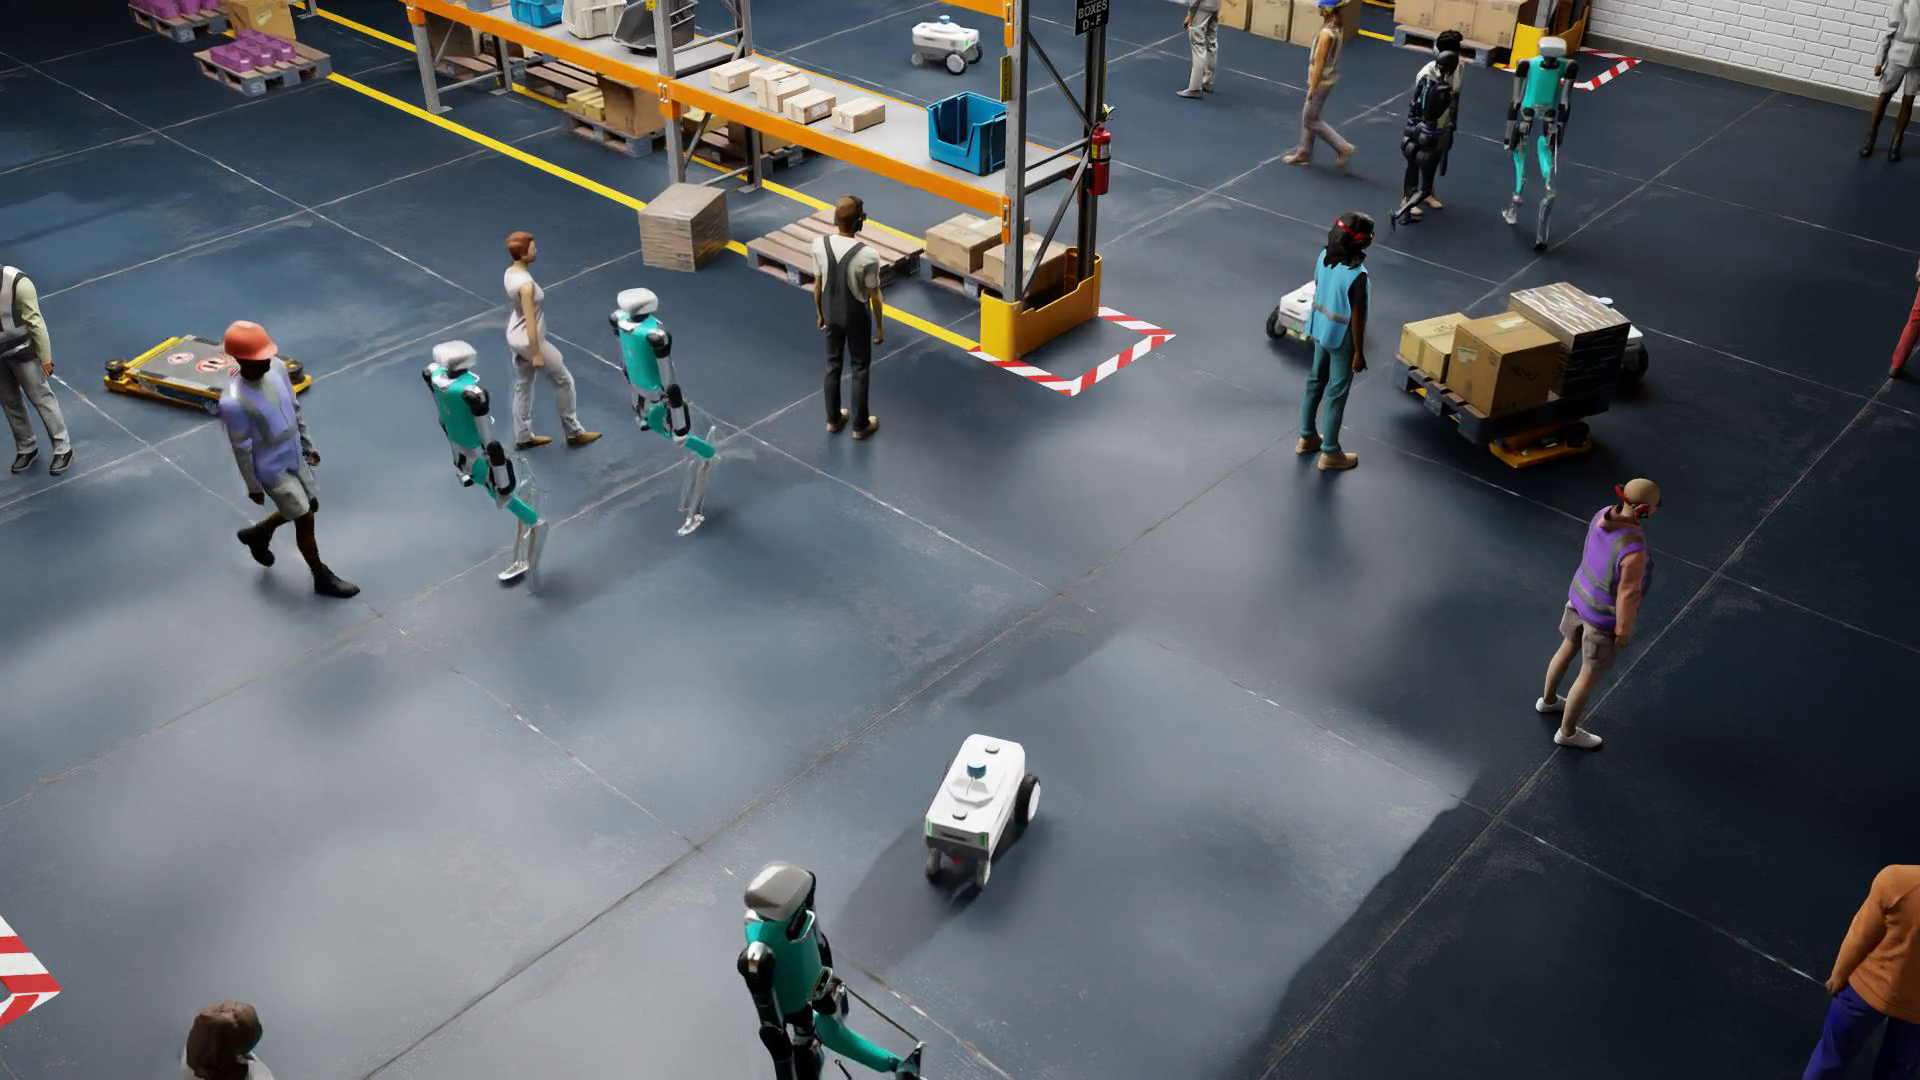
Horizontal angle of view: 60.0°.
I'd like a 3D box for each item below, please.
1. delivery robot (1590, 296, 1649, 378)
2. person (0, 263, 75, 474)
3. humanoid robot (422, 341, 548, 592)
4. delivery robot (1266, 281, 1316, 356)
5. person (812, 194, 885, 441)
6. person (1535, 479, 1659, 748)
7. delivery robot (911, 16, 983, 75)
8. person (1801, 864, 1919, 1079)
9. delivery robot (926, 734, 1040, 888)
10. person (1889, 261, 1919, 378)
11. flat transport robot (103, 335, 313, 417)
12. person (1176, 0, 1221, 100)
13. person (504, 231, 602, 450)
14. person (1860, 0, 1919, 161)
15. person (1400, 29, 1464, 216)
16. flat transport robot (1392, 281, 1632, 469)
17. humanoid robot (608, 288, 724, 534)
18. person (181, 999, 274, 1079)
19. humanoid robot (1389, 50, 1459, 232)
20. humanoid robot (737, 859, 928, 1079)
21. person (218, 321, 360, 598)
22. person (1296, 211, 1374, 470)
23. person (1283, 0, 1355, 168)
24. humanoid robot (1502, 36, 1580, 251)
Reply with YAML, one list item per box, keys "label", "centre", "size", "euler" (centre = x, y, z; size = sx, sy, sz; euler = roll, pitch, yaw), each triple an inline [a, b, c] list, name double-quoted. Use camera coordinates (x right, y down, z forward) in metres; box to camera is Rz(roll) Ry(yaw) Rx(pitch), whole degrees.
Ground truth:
- label: "delivery robot"
  centre: [4.937, -1.557, 12.831]
  size: [0.499, 0.614, 0.791]
  euler: [-8, 35, -12]
- label: "person"
  centre: [-6.470, -1.283, 11.307]
  size: [0.596, 1.821, 0.403]
  euler: [3, 35, 4]
- label: "humanoid robot"
  centre: [-2.784, -0.449, 10.215]
  size: [0.530, 1.838, 0.729]
  euler: [26, 42, 33]
- label: "delivery robot"
  centre: [2.848, -1.834, 13.216]
  size: [0.781, 0.595, 0.499]
  euler: [-27, 43, -34]
- label: "person"
  centre: [-0.771, -1.546, 11.677]
  size: [0.521, 1.834, 0.367]
  euler: [12, 36, 17]
- label: "person"
  centre: [3.471, 0.386, 9.005]
  size: [0.351, 1.685, 0.486]
  euler: [-3, 35, -5]
- label: "delivery robot"
  centre: [-0.145, -5.537, 18.596]
  size: [0.811, 0.613, 0.499]
  euler: [14, 37, 20]
- label: "person"
  centre: [3.797, 1.800, 6.710]
  size: [0.512, 1.974, 0.406]
  euler: [14, 37, 19]
- label: "delivery robot"
  centre: [0.091, 1.357, 8.606]
  size: [0.499, 0.611, 0.814]
  euler: [11, 36, 16]
- label: "person"
  centre: [7.390, -1.972, 12.358]
  size: [0.517, 1.757, 0.340]
  euler: [26, 42, 33]
- label: "flat transport robot"
  centre: [-5.710, -1.243, 12.612]
  size: [1.431, 0.231, 0.659]
  euler: [13, 37, 18]
- label: "person"
  centre: [2.567, -5.585, 17.468]
  size: [0.402, 1.900, 0.534]
  euler: [27, 43, 34]
- label: "person"
  centre: [-2.886, -1.382, 11.602]
  size: [0.709, 1.631, 0.479]
  euler: [-18, 39, -25]
- label: "person"
  centre: [9.156, -4.630, 16.067]
  size: [0.547, 1.924, 0.387]
  euler: [13, 37, 18]
- label: "person"
  centre: [4.281, -3.773, 15.021]
  size: [0.532, 1.693, 0.320]
  euler: [-20, 39, -26]
- label: "flat transport robot"
  centre: [3.921, -0.996, 12.253]
  size: [0.659, 0.231, 1.431]
  euler: [-14, 37, -19]
- label: "humanoid robot"
  centre: [-1.807, -0.849, 10.767]
  size: [0.542, 1.804, 0.713]
  euler: [29, 44, 35]
- label: "person"
  centre: [-2.666, 2.314, 6.268]
  size: [0.909, 1.599, 0.492]
  euler: [-20, 39, -26]
- label: "humanoid robot"
  centre: [4.038, -3.502, 14.656]
  size: [0.569, 1.642, 0.603]
  euler: [-16, 38, -22]
- label: "humanoid robot"
  centre: [-0.463, 2.012, 6.608]
  size: [0.917, 1.763, 0.537]
  euler: [10, 36, 14]
- label: "person"
  centre: [-4.187, -0.497, 10.085]
  size: [0.734, 1.907, 0.551]
  euler: [7, 35, 10]
- label: "person"
  centre: [2.574, -1.361, 11.373]
  size: [0.389, 1.870, 0.529]
  euler: [-15, 37, -21]
- label: "person"
  centre: [3.487, -4.351, 15.799]
  size: [0.606, 1.756, 0.485]
  euler: [11, 36, 16]
- label: "humanoid robot"
  centre: [5.049, -3.392, 14.477]
  size: [0.535, 1.798, 0.979]
  euler: [2, 35, 3]
